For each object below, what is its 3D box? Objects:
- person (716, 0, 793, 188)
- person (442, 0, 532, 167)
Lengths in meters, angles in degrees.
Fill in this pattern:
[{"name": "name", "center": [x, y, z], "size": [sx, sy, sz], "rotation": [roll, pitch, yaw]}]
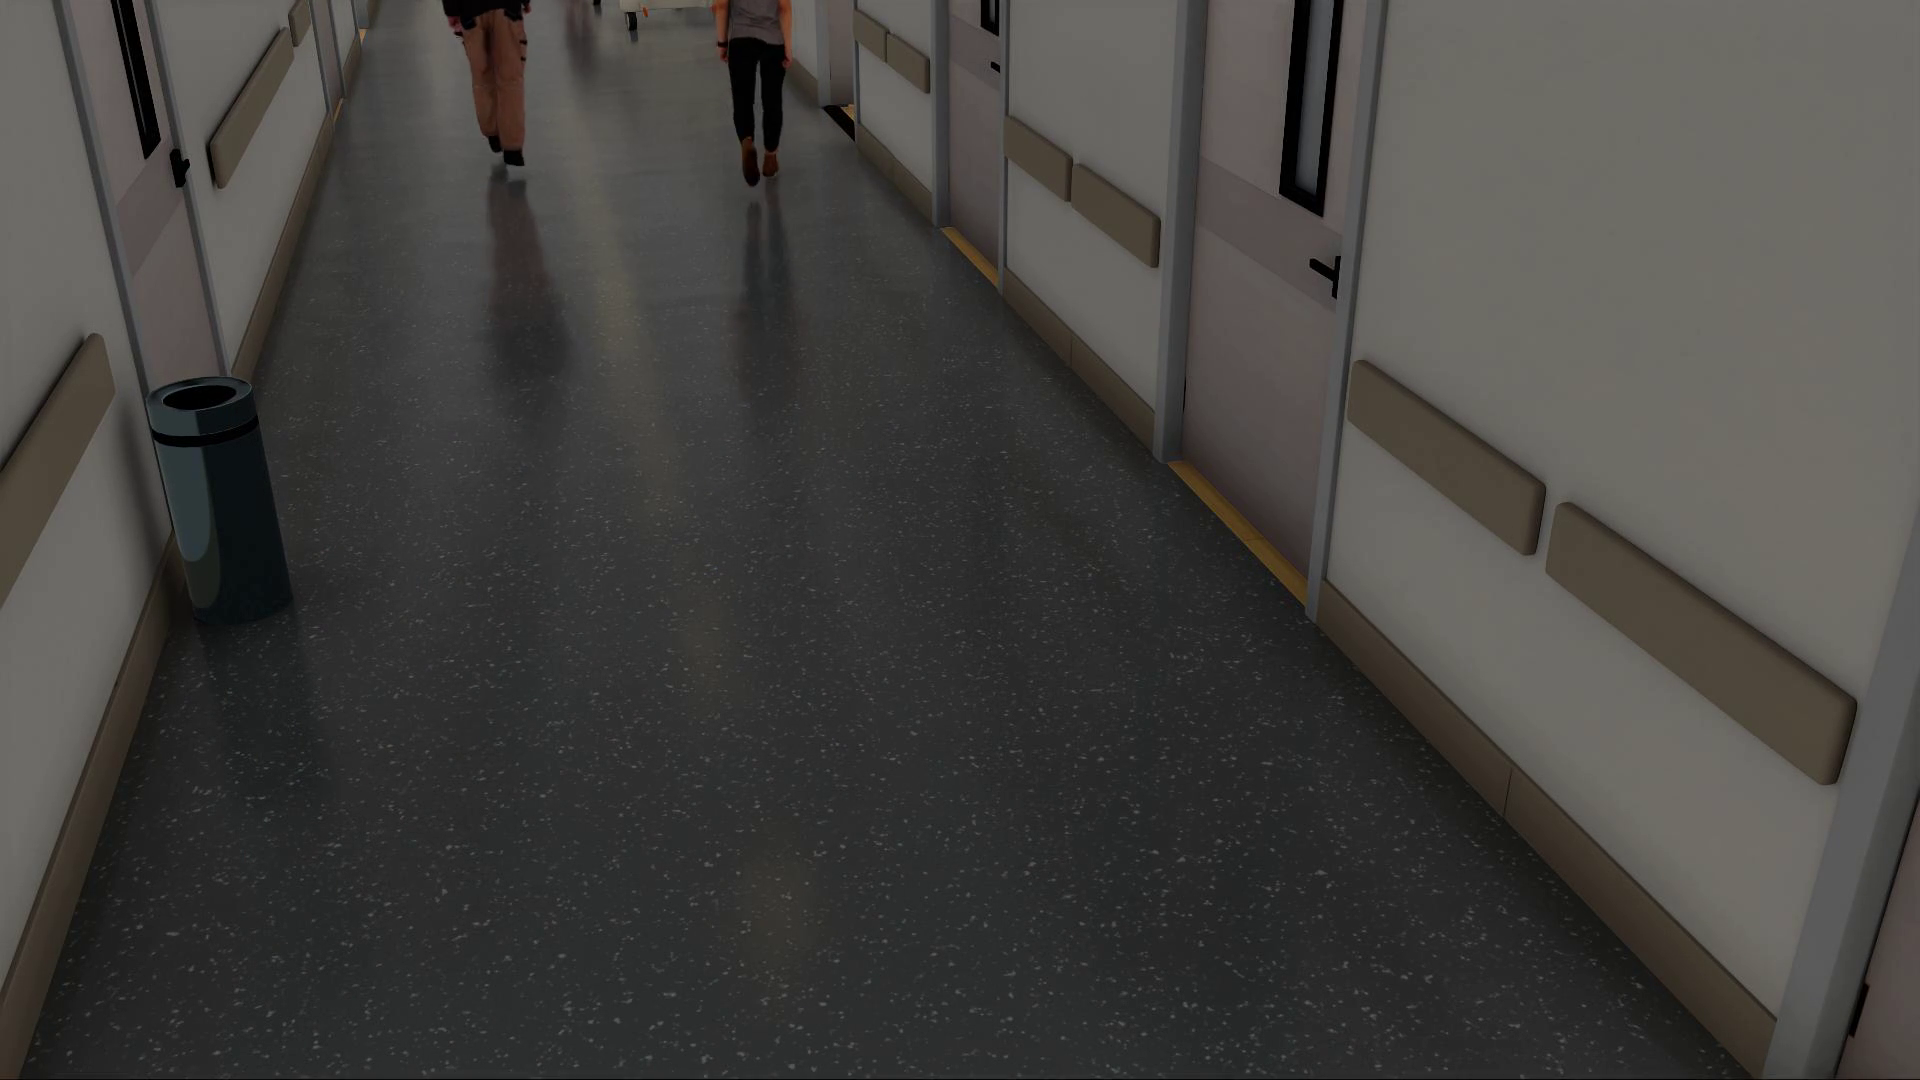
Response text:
[{"name": "person", "center": [-1.218, -2.963, 9.926], "size": [0.986, 1.699, 0.789], "rotation": [-2, 26, -3]}, {"name": "person", "center": [-2.895, -3.233, 10.280], "size": [1.181, 1.880, 0.798], "rotation": [-5, 26, -11]}]
